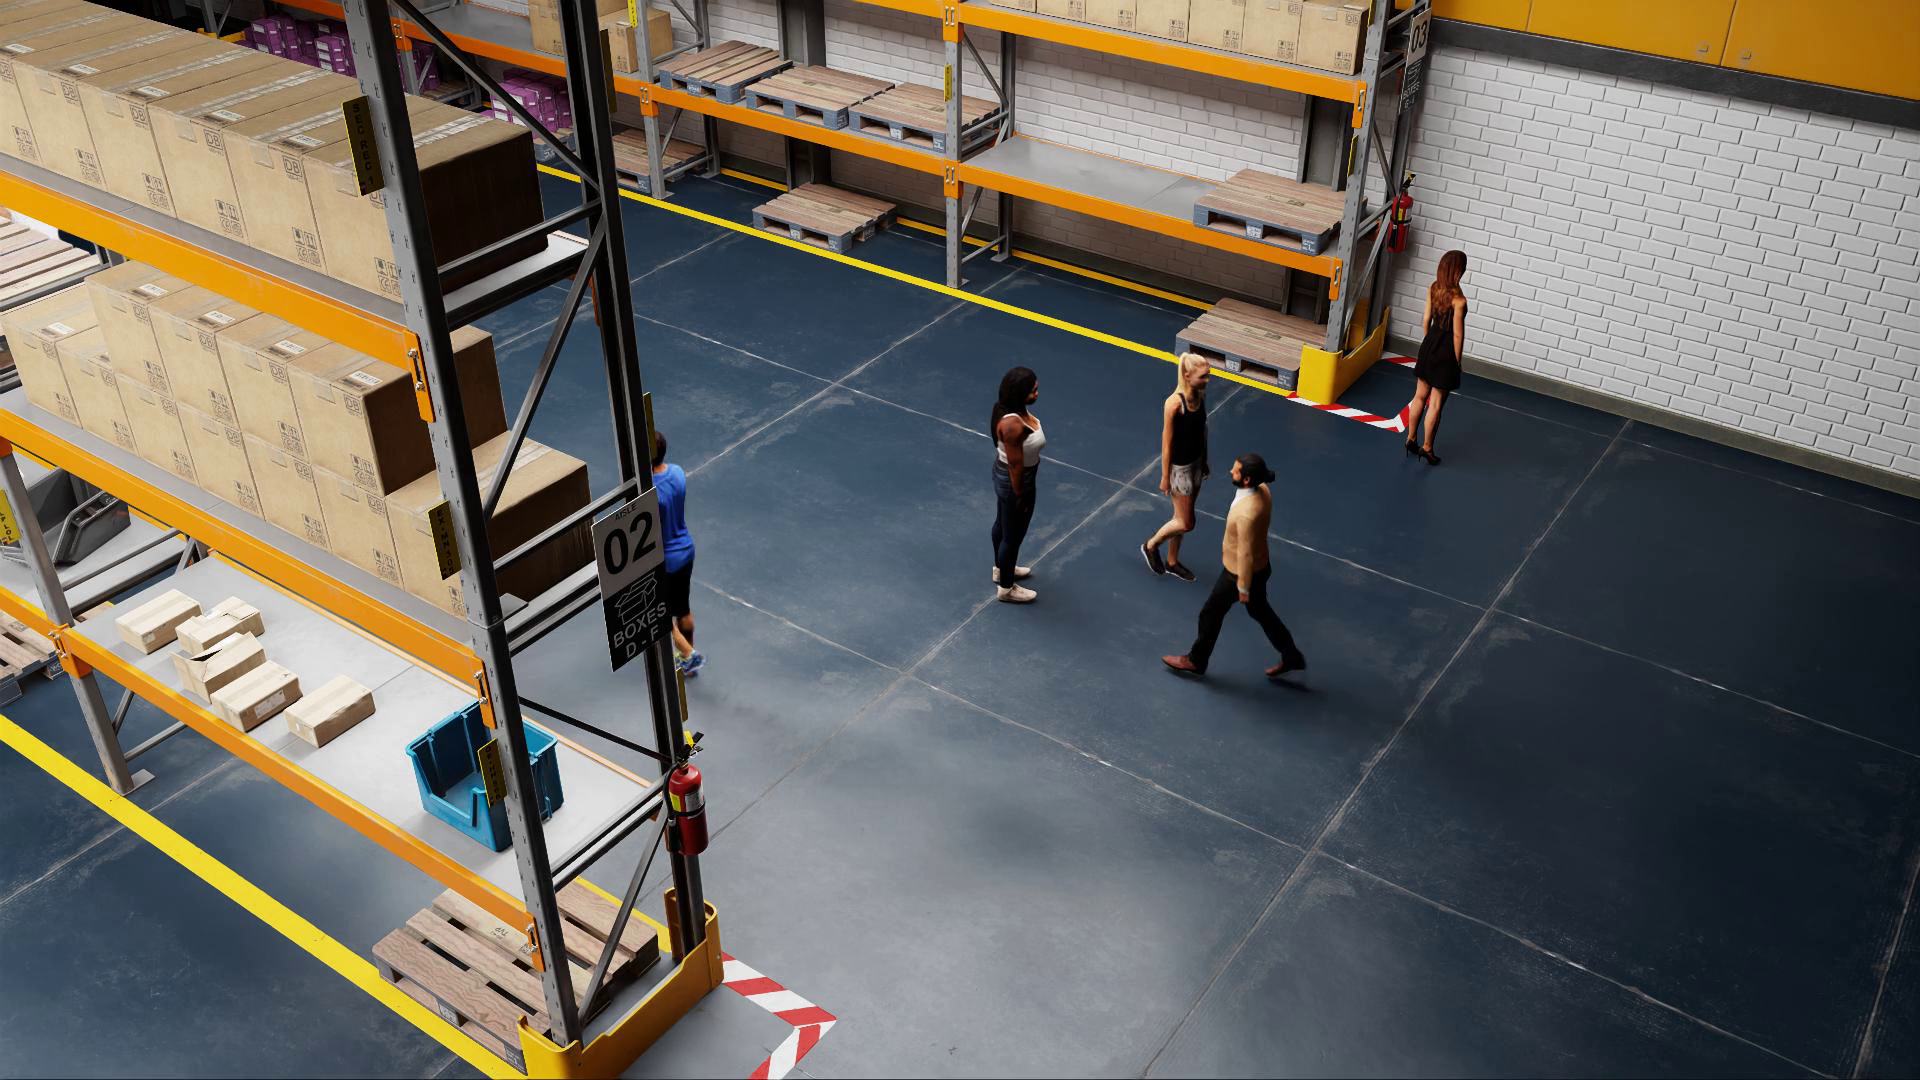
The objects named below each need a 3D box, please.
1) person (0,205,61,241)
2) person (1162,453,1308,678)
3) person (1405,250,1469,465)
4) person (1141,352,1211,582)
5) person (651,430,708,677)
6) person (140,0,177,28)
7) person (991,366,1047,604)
[{"bbox_3d":[-8.399,-2.622,15.164,0.948,1.665,0.779,12,35,17],"label":"person"},{"bbox_3d":[1.941,0.222,10.831,1.262,1.726,0.887,12,36,18],"label":"person"},{"bbox_3d":[3.808,-1.447,13.244,0.719,1.834,0.604,-17,37,-23],"label":"person"},{"bbox_3d":[1.532,-0.560,11.908,0.676,1.836,0.613,25,41,33],"label":"person"},{"bbox_3d":[-1.826,0.148,10.828,0.737,1.853,0.680,15,37,22],"label":"person"},{"bbox_3d":[-11.111,-7.741,22.737,0.736,1.808,0.833,0,34,0],"label":"person"},{"bbox_3d":[0.364,-0.403,11.701,0.797,1.804,0.750,-3,34,-4],"label":"person"}]
